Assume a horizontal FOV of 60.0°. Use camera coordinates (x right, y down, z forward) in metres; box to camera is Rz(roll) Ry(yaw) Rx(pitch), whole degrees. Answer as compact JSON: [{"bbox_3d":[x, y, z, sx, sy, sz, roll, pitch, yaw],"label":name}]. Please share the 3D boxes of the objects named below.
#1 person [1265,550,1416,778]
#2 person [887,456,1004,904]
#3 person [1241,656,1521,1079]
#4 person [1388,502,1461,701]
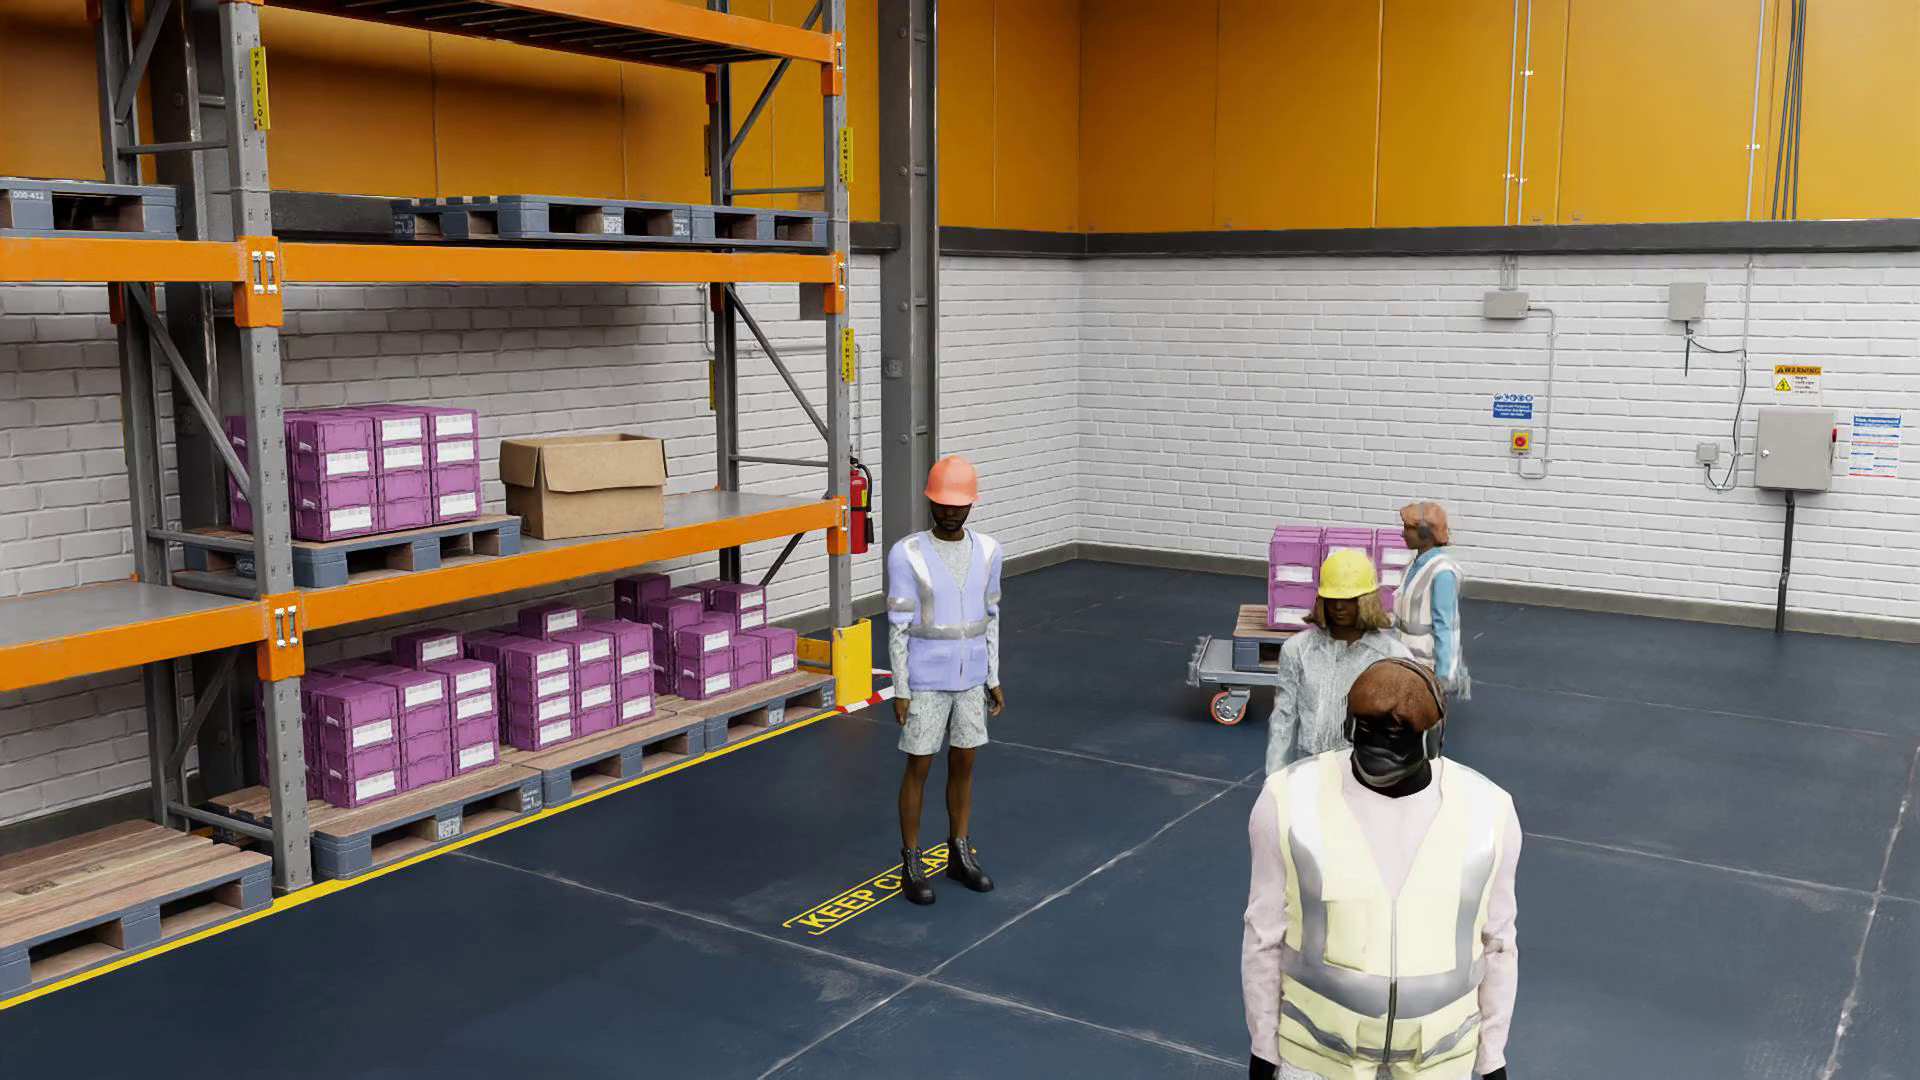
[{"bbox_3d":[1.335,0.893,5.928,0.489,1.728,0.519,5,10,30],"label":"person"},{"bbox_3d":[-0.044,0.594,7.198,0.547,1.934,0.376,-5,10,-28],"label":"person"},{"bbox_3d":[0.956,1.164,3.809,0.623,1.840,0.430,1,9,6],"label":"person"},{"bbox_3d":[2.160,0.629,7.999,0.482,1.615,0.562,0,9,-3],"label":"person"}]
